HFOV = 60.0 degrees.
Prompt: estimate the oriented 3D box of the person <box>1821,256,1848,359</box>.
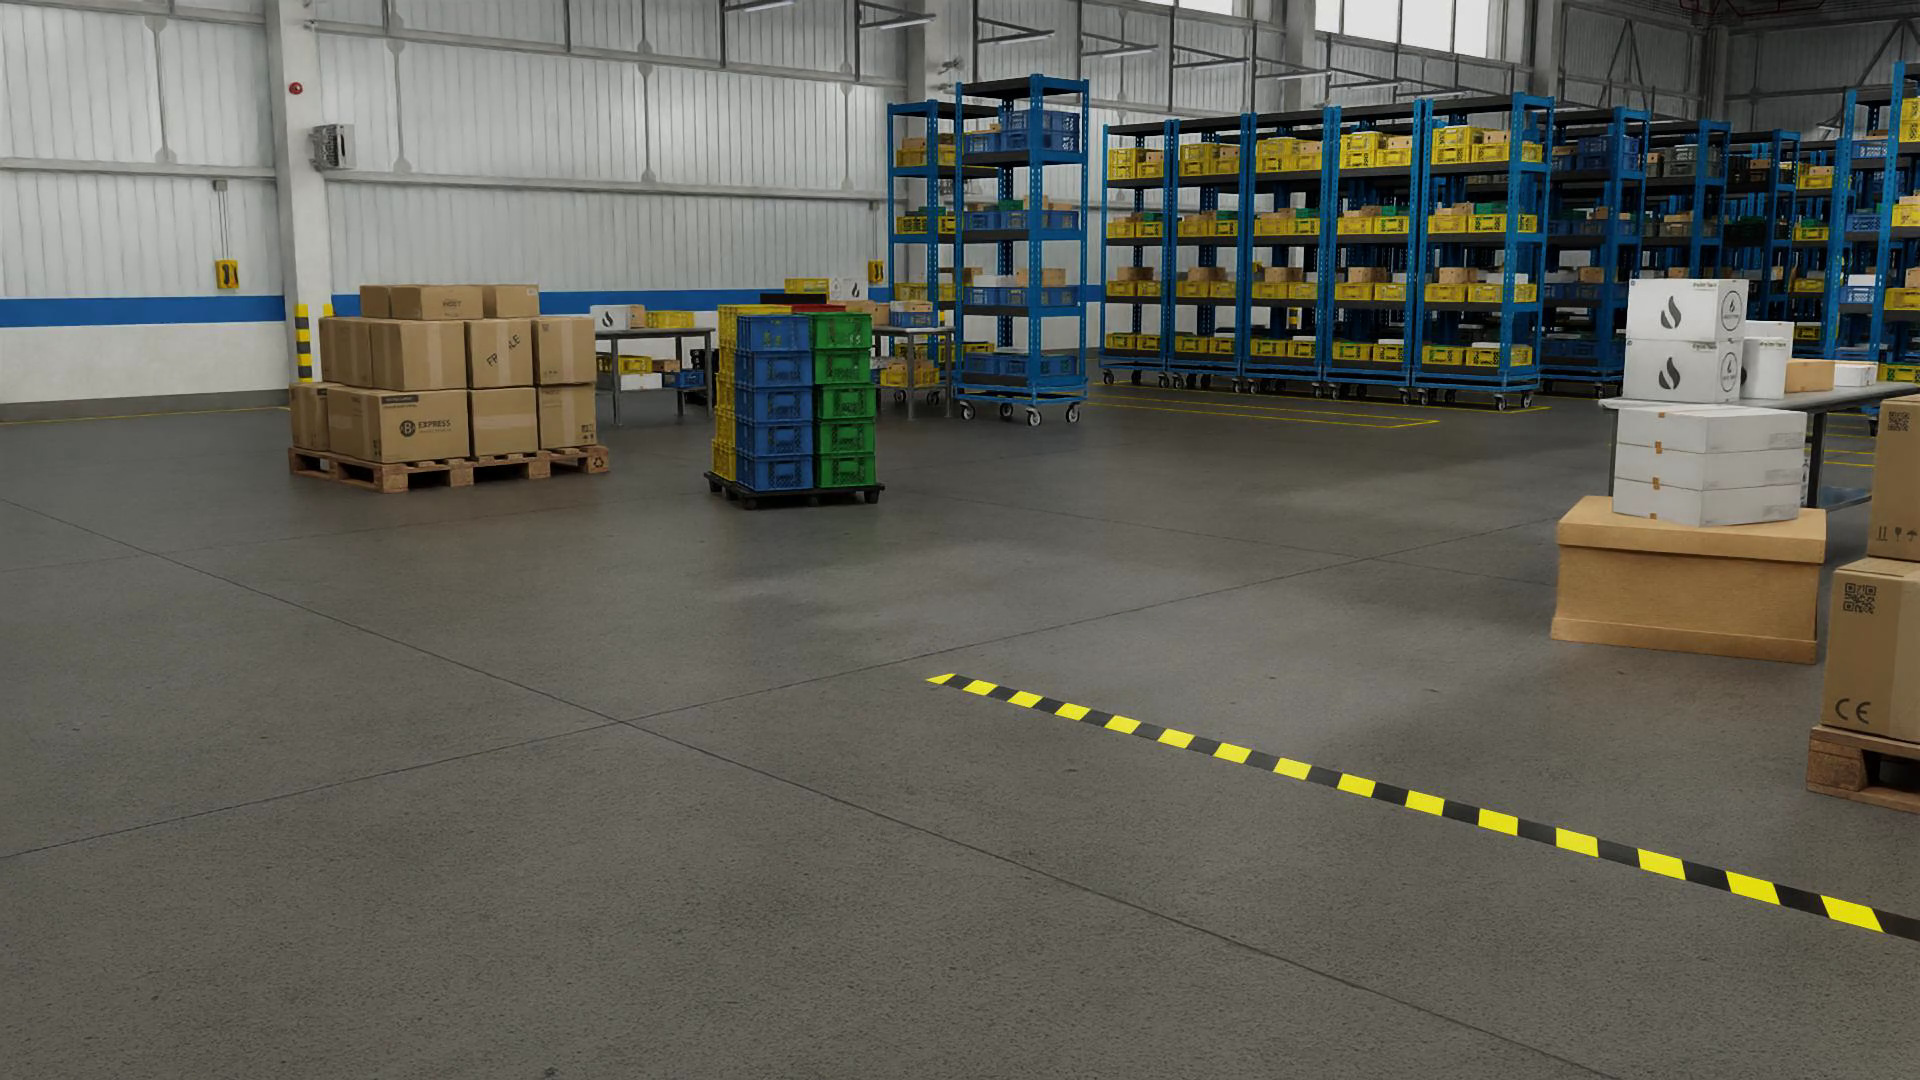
[{"bbox_3d":[14.338,-3.747,27.283,0.403,1.835,0.588,6,11,33],"label":"person"}]
